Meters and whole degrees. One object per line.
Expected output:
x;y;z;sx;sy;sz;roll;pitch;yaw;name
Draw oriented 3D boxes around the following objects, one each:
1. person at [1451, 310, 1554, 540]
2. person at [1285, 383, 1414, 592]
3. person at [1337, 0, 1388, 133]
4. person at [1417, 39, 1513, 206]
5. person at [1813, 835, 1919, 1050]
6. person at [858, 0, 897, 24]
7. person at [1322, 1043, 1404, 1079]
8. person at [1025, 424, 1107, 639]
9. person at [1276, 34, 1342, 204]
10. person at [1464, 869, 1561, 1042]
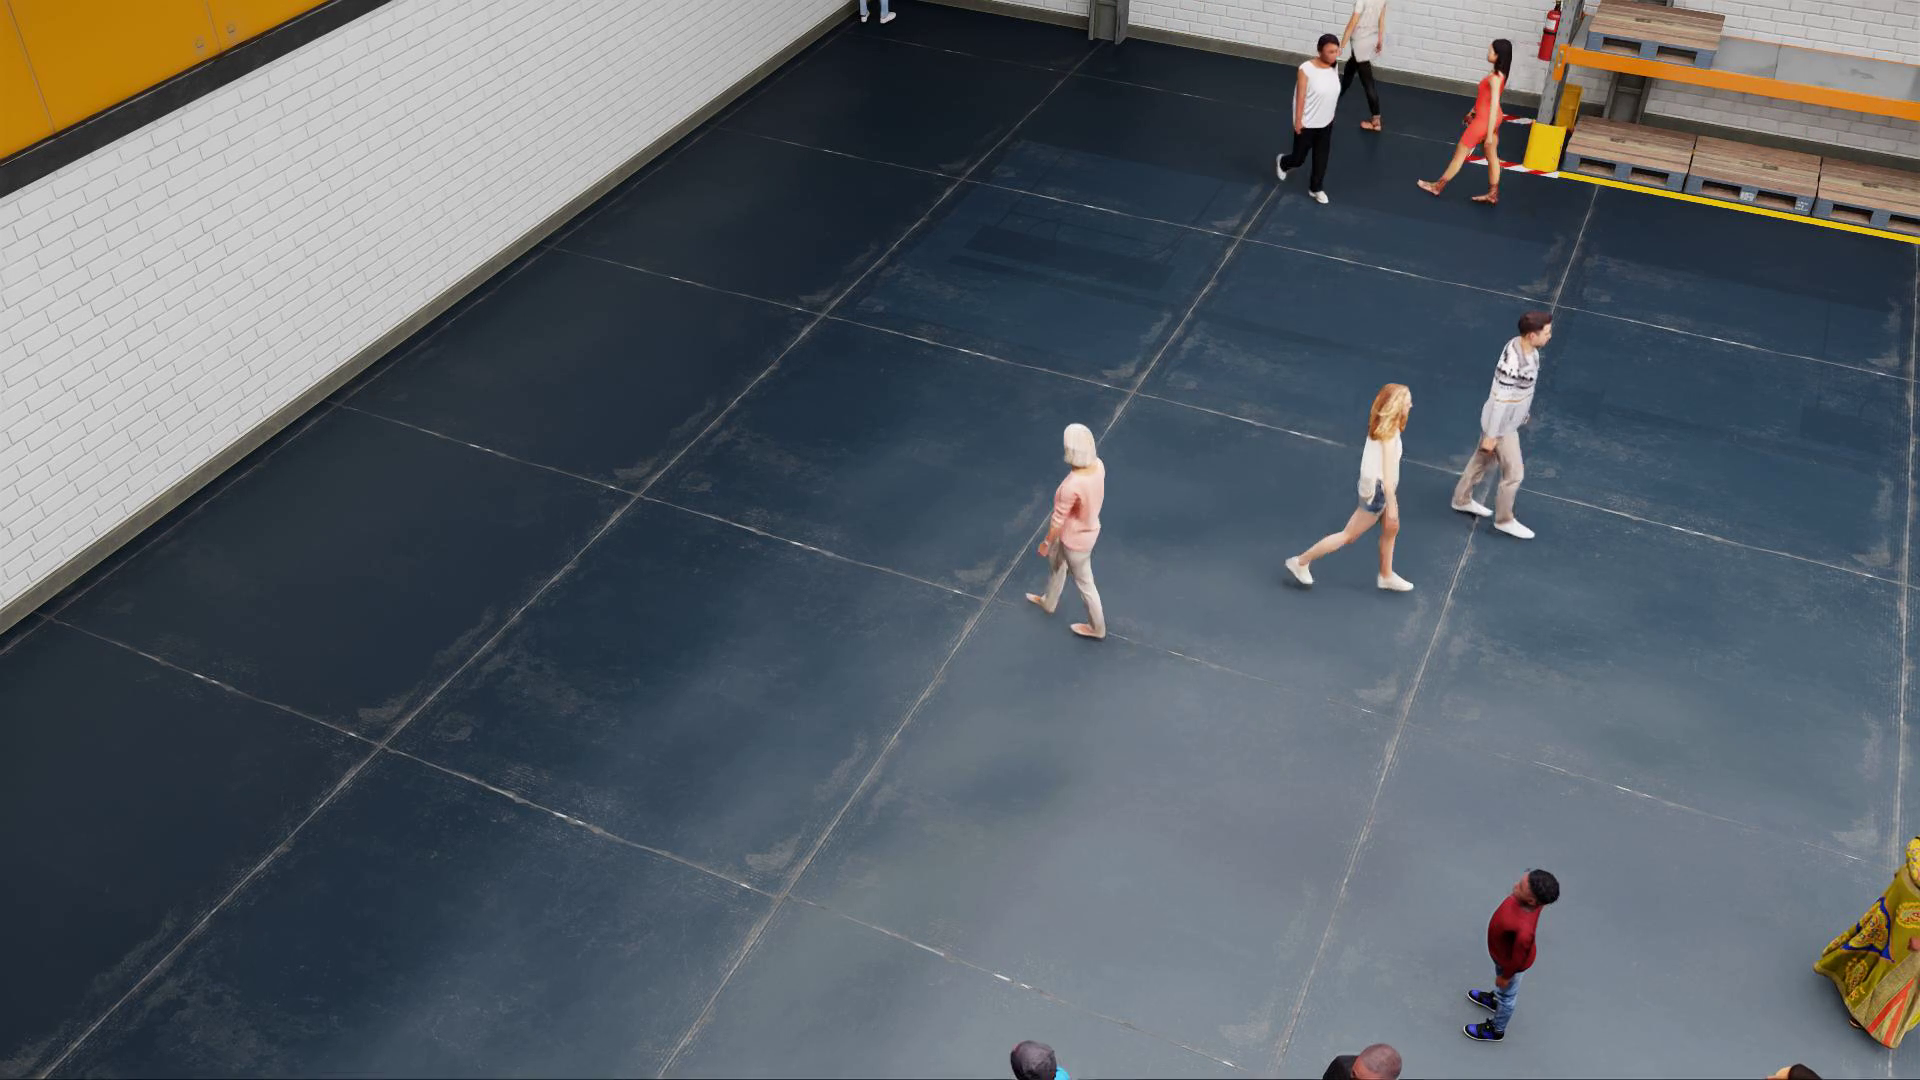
3.893;-0.895;12.203;0.872;1.838;0.721;15;41;18;person
2.774;-0.311;11.566;1.194;1.720;0.738;8;39;10;person
4.352;-5.187;17.630;0.949;1.773;1.247;-29;47;-31;person
5.234;-4.050;16.278;1.008;1.683;0.586;17;42;20;person
5.076;1.952;8.780;0.919;1.661;0.956;4;39;5;person
-1.063;-7.187;20.071;0.519;1.851;0.736;11;40;13;person
1.794;2.840;7.553;0.817;1.804;0.693;-25;45;-28;person
0.873;-0.003;11.198;0.882;1.699;0.618;16;41;20;person
3.483;-4.198;16.473;0.950;1.671;1.047;-19;43;-23;person
2.941;2.180;8.819;0.501;1.256;0.512;13;41;16;person
